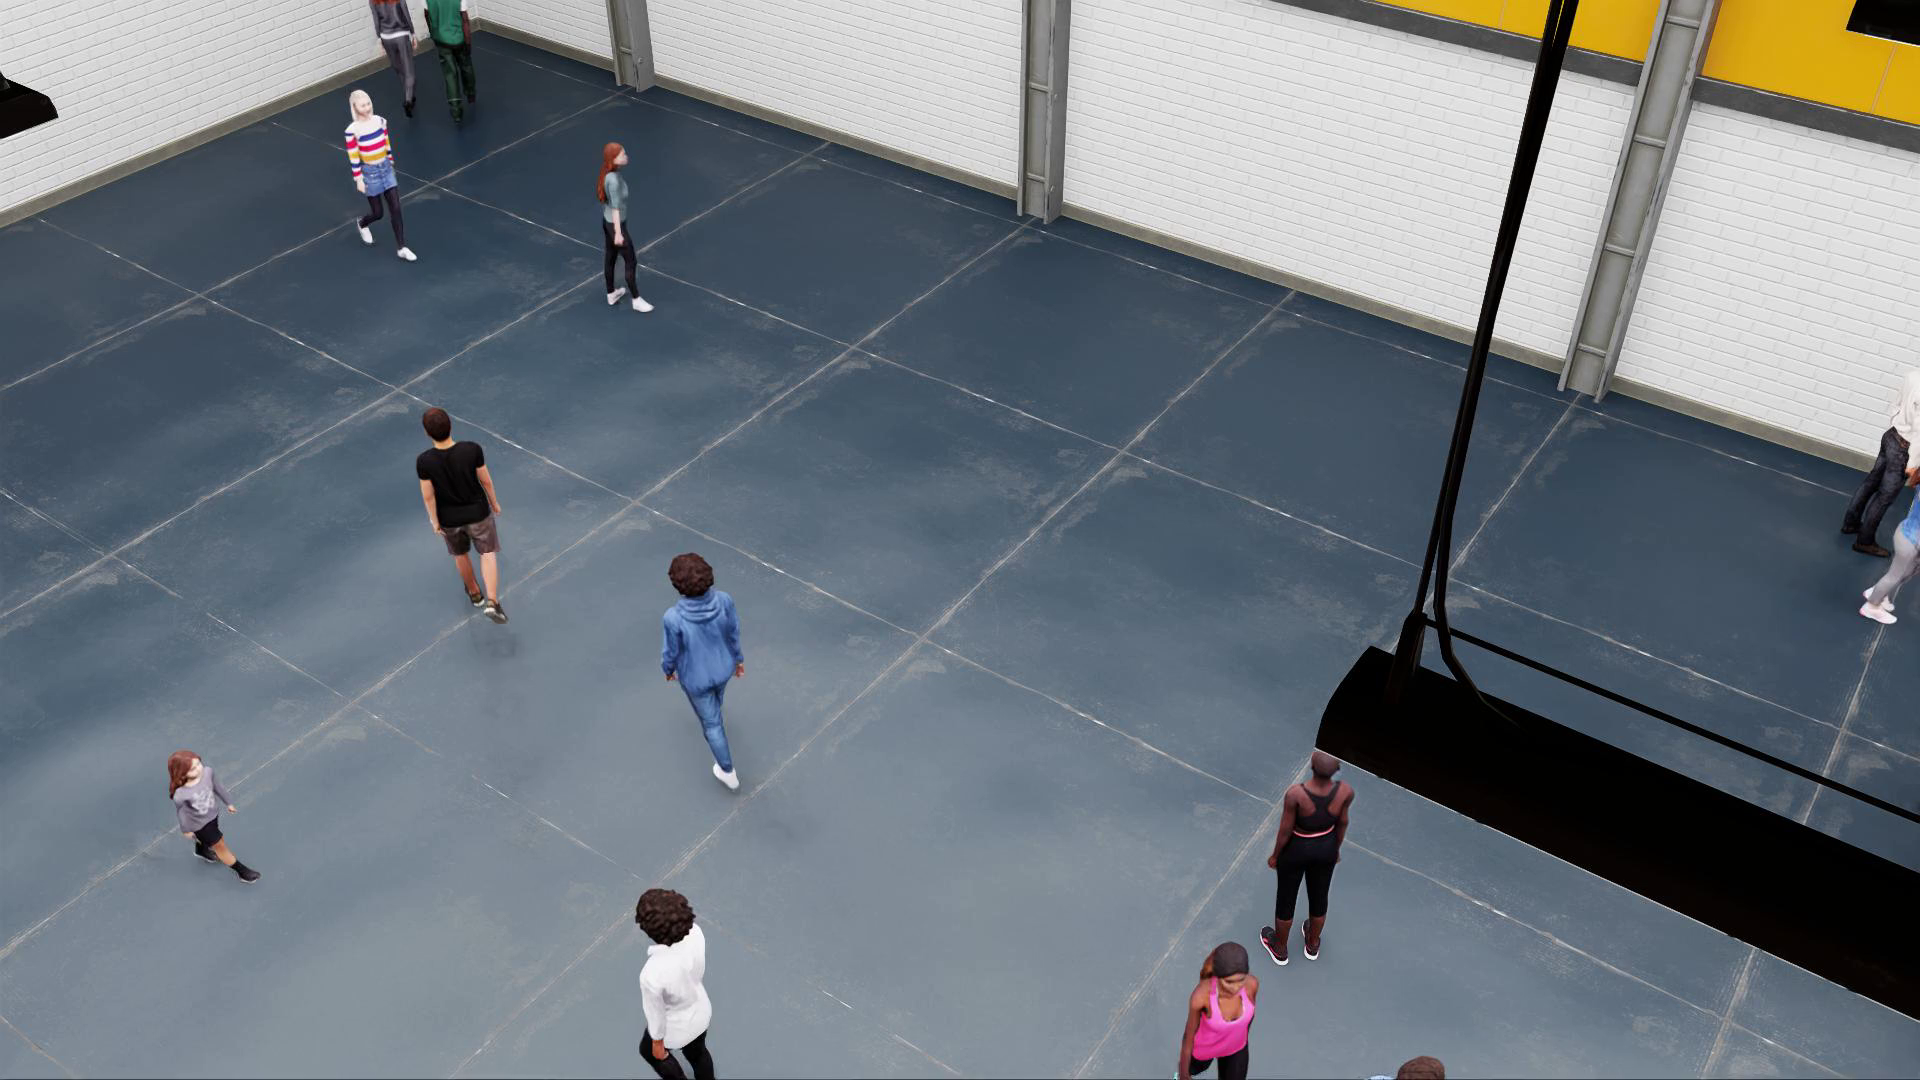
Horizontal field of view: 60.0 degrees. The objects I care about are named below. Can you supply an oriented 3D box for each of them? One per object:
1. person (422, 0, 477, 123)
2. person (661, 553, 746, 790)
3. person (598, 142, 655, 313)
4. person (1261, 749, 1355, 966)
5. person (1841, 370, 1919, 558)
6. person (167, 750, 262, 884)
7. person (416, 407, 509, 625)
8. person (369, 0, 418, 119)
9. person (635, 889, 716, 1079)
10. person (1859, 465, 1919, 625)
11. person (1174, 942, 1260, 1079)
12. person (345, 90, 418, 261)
[{"bbox_3d":[-5.966,-5.780,19.462,1.197,1.792,1.283,-7,39,-9],"label":"person"},{"bbox_3d":[-1.661,0.910,11.107,0.982,1.766,1.243,-21,43,-25],"label":"person"},{"bbox_3d":[-3.340,-3.030,16.071,0.881,1.727,0.817,-13,41,-16],"label":"person"},{"bbox_3d":[2.072,1.871,9.909,0.667,1.758,0.734,-5,39,-6],"label":"person"},{"bbox_3d":[7.387,-0.726,13.071,0.713,1.871,0.730,4,39,5],"label":"person"},{"bbox_3d":[-4.879,1.733,10.627,0.840,1.078,0.616,12,40,14],"label":"person"},{"bbox_3d":[-3.678,-0.148,12.368,1.020,1.845,1.138,-12,40,-15],"label":"person"},{"bbox_3d":[-6.615,-5.798,19.512,1.030,1.758,1.050,-4,39,-5],"label":"person"},{"bbox_3d":[-1.460,2.584,8.986,0.604,1.798,0.648,22,44,25],"label":"person"},{"bbox_3d":[7.055,-0.034,12.423,0.584,1.598,0.566,21,43,24],"label":"person"},{"bbox_3d":[1.341,2.675,8.975,1.075,1.668,1.156,-7,39,-9],"label":"person"},{"bbox_3d":[-5.977,-3.718,16.880,1.021,1.793,0.684,25,45,28],"label":"person"}]
